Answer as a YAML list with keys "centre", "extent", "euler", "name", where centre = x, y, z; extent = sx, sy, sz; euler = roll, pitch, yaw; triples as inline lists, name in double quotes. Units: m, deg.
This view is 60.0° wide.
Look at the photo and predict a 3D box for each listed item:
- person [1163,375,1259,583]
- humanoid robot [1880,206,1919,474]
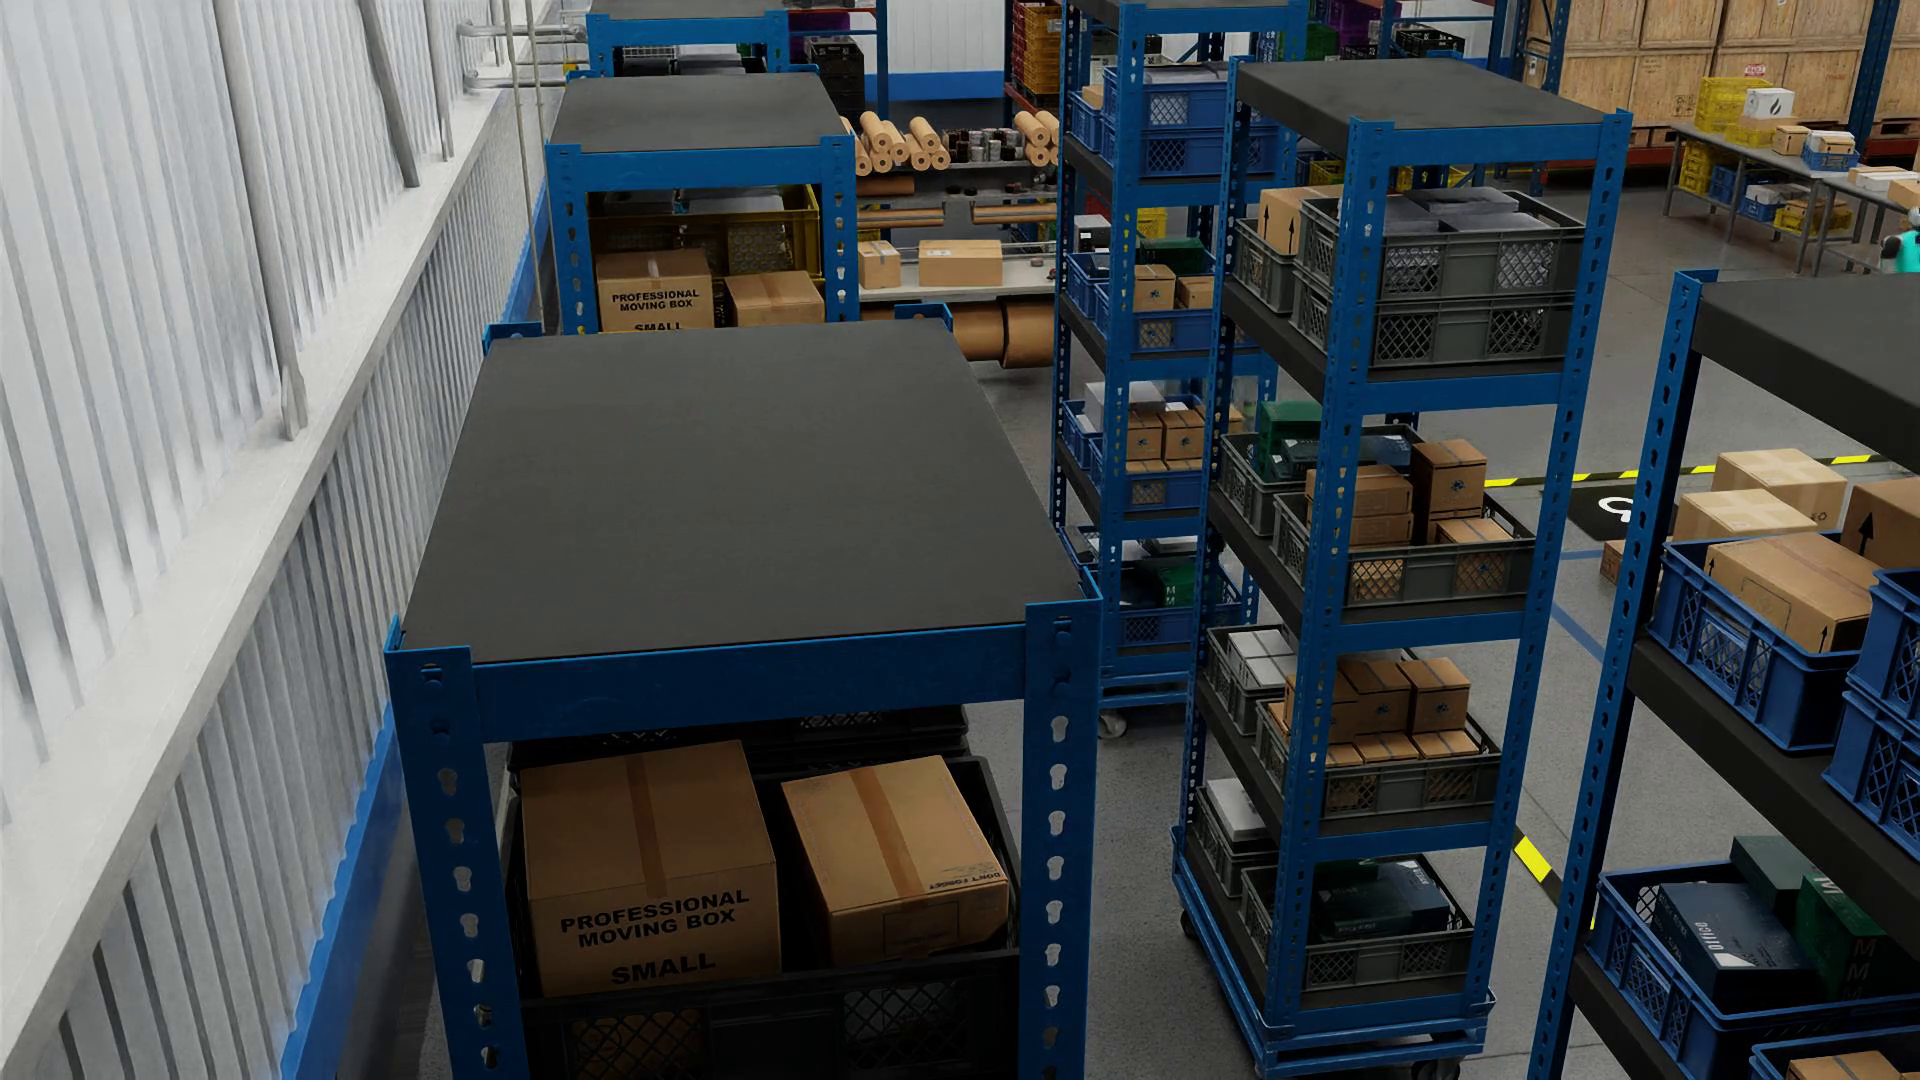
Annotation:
- centre: [1.427, -0.507, 9.528]
  extent: [0.599, 1.840, 0.431]
  euler: [-3, 25, -7]
  name: "person"
- centre: [6.646, -1.302, 11.498]
  extent: [0.548, 1.871, 0.833]
  euler: [0, 25, 1]
  name: "humanoid robot"
